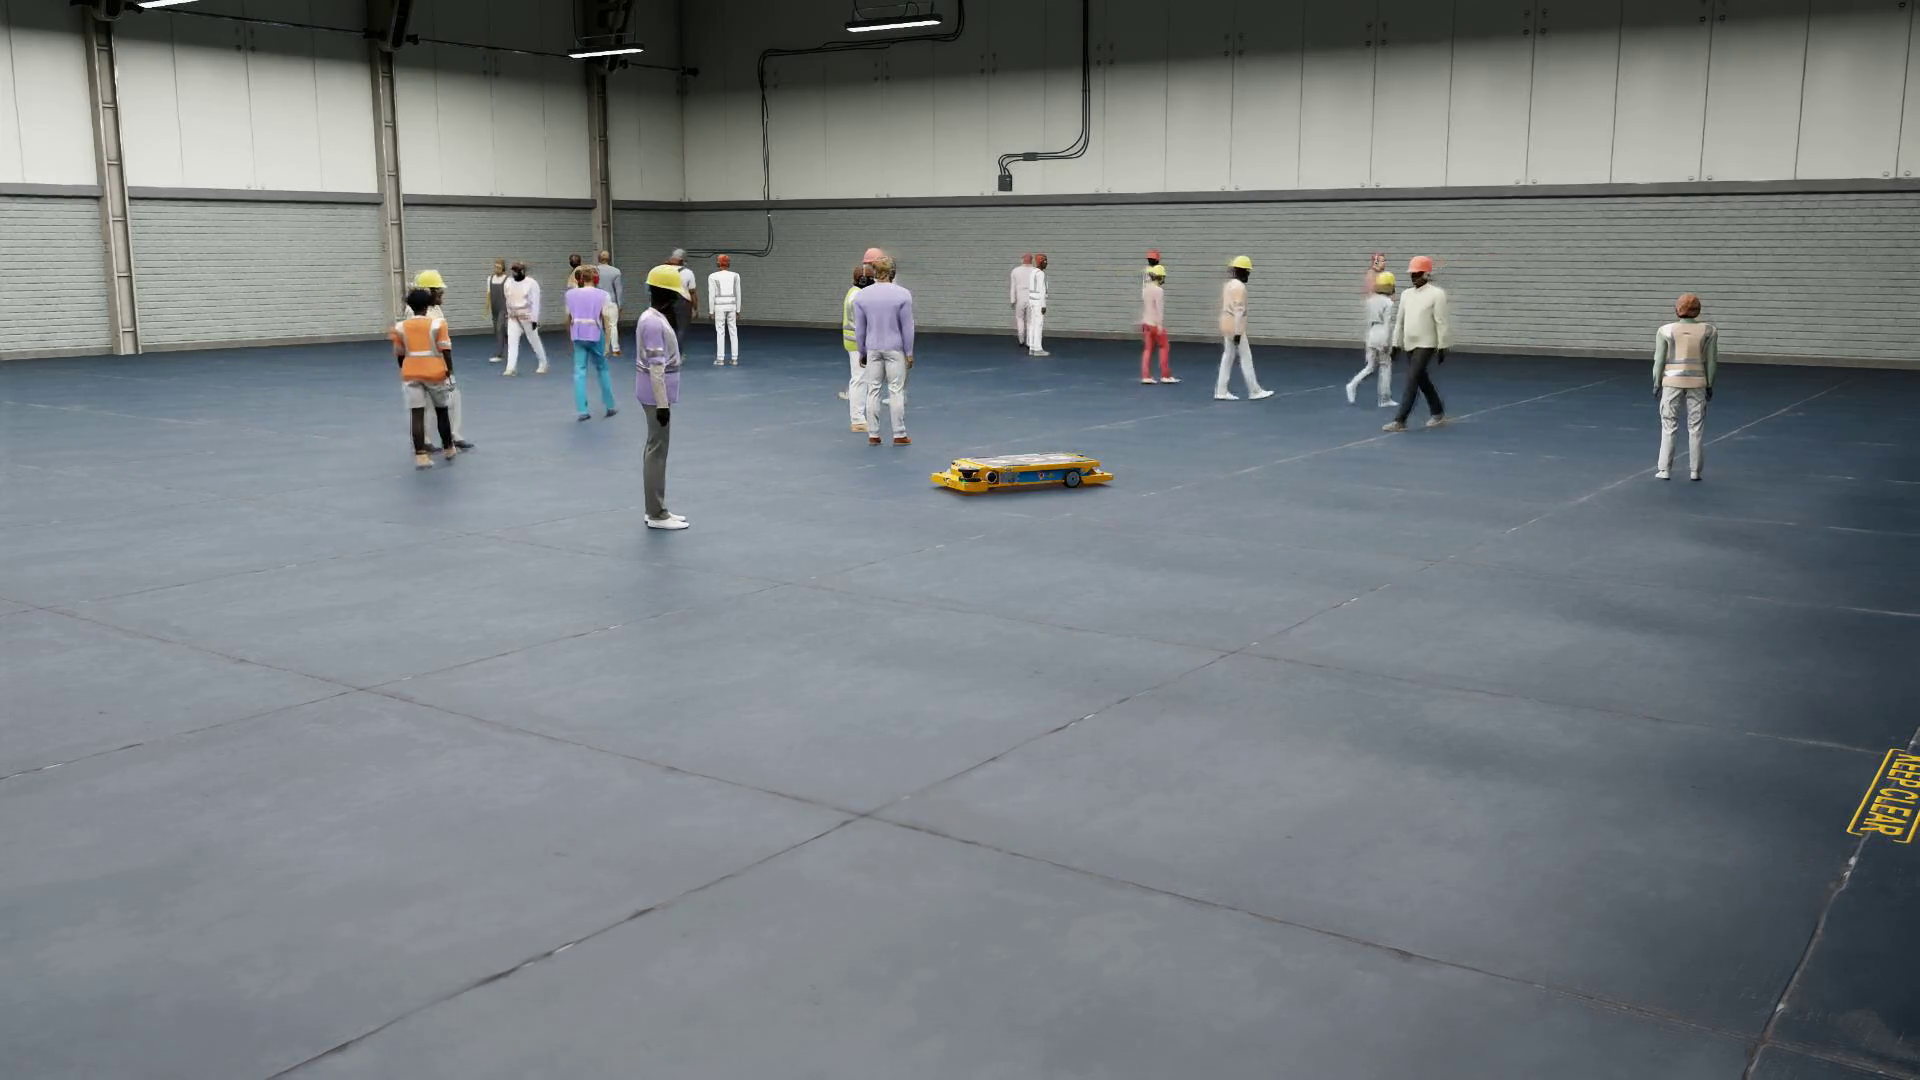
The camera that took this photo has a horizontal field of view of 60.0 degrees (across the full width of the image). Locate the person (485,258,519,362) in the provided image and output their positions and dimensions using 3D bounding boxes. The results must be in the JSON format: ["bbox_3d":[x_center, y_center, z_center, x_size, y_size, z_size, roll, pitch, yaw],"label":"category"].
[{"bbox_3d":[-8.051,-4.046,29.280,0.521,1.826,0.792,5,11,25],"label":"person"}]

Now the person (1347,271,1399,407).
[{"bbox_3d":[5.282,-2.538,21.081,0.658,1.724,0.492,-5,11,-24],"label":"person"}]

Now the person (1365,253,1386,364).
[{"bbox_3d":[7.186,-3.986,28.691,0.407,1.908,0.641,3,11,18],"label":"person"}]

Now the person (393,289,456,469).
[{"bbox_3d":[-4.961,-1.511,15.548,0.581,1.640,0.840,0,10,-3],"label":"person"}]

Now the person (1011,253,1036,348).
[{"bbox_3d":[1.362,-4.782,33.248,0.670,1.870,0.897,1,10,7],"label":"person"}]

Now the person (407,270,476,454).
[{"bbox_3d":[-5.083,-1.732,16.322,0.703,1.808,0.627,0,10,3],"label":"person"}]

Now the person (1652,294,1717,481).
[{"bbox_3d":[6.335,-1.331,14.569,0.515,1.640,0.314,3,11,17],"label":"person"}]

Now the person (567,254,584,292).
[{"bbox_3d":[-8.275,-5.254,35.988,0.430,1.841,0.624,-4,11,-19],"label":"person"}]

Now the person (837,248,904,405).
[{"bbox_3d":[-1.137,-2.730,21.379,1.001,1.995,0.611,6,12,28],"label":"person"}]

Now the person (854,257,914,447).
[{"bbox_3d":[-0.765,-1.917,17.028,0.627,1.934,0.372,3,10,15],"label":"person"}]

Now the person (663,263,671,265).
[{"bbox_3d":[-5.981,-4.755,33.639,0.537,1.682,0.541,9,14,42],"label":"person"}]

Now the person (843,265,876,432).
[{"bbox_3d":[-1.074,-2.113,18.412,0.428,1.835,0.627,-2,10,-9],"label":"person"}]

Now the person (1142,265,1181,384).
[{"bbox_3d":[2.969,-3.165,24.500,0.637,1.746,0.553,-4,11,-20],"label":"person"}]

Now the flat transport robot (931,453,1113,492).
[{"bbox_3d":[0.535,-0.592,14.260,1.431,0.197,0.652,-5,11,-26],"label":"flat transport robot"}]

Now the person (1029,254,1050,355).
[{"bbox_3d":[1.464,-4.369,30.902,0.342,1.881,0.579,-3,11,-15],"label":"person"}]

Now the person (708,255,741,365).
[{"bbox_3d":[-4.023,-3.929,28.442,0.575,1.882,0.355,-5,11,-27],"label":"person"}]

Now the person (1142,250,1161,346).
[{"bbox_3d":[3.881,-4.891,33.683,0.376,1.933,0.551,1,10,6],"label":"person"}]

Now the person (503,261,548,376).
[{"bbox_3d":[-6.898,-3.507,26.340,0.638,1.800,0.980,3,11,18],"label":"person"}]

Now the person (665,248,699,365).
[{"bbox_3d":[-4.863,-4.029,28.556,0.685,2.000,0.873,3,11,18],"label":"person"}]

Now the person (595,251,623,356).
[{"bbox_3d":[-6.520,-4.346,30.621,0.628,1.940,0.377,1,10,6],"label":"person"}]

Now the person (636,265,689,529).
[{"bbox_3d":[-2.178,-1.040,12.161,0.381,1.917,0.584,-2,10,-11],"label":"person"}]

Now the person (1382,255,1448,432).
[{"bbox_3d":[5.141,-2.197,18.575,1.030,1.948,0.638,-6,12,-29],"label":"person"}]

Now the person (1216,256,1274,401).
[{"bbox_3d":[3.758,-2.780,21.933,0.779,1.899,0.615,-1,10,-8],"label":"person"}]

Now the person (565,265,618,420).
[{"bbox_3d":[-4.378,-2.343,19.775,0.578,1.804,0.872,1,10,4],"label":"person"}]
